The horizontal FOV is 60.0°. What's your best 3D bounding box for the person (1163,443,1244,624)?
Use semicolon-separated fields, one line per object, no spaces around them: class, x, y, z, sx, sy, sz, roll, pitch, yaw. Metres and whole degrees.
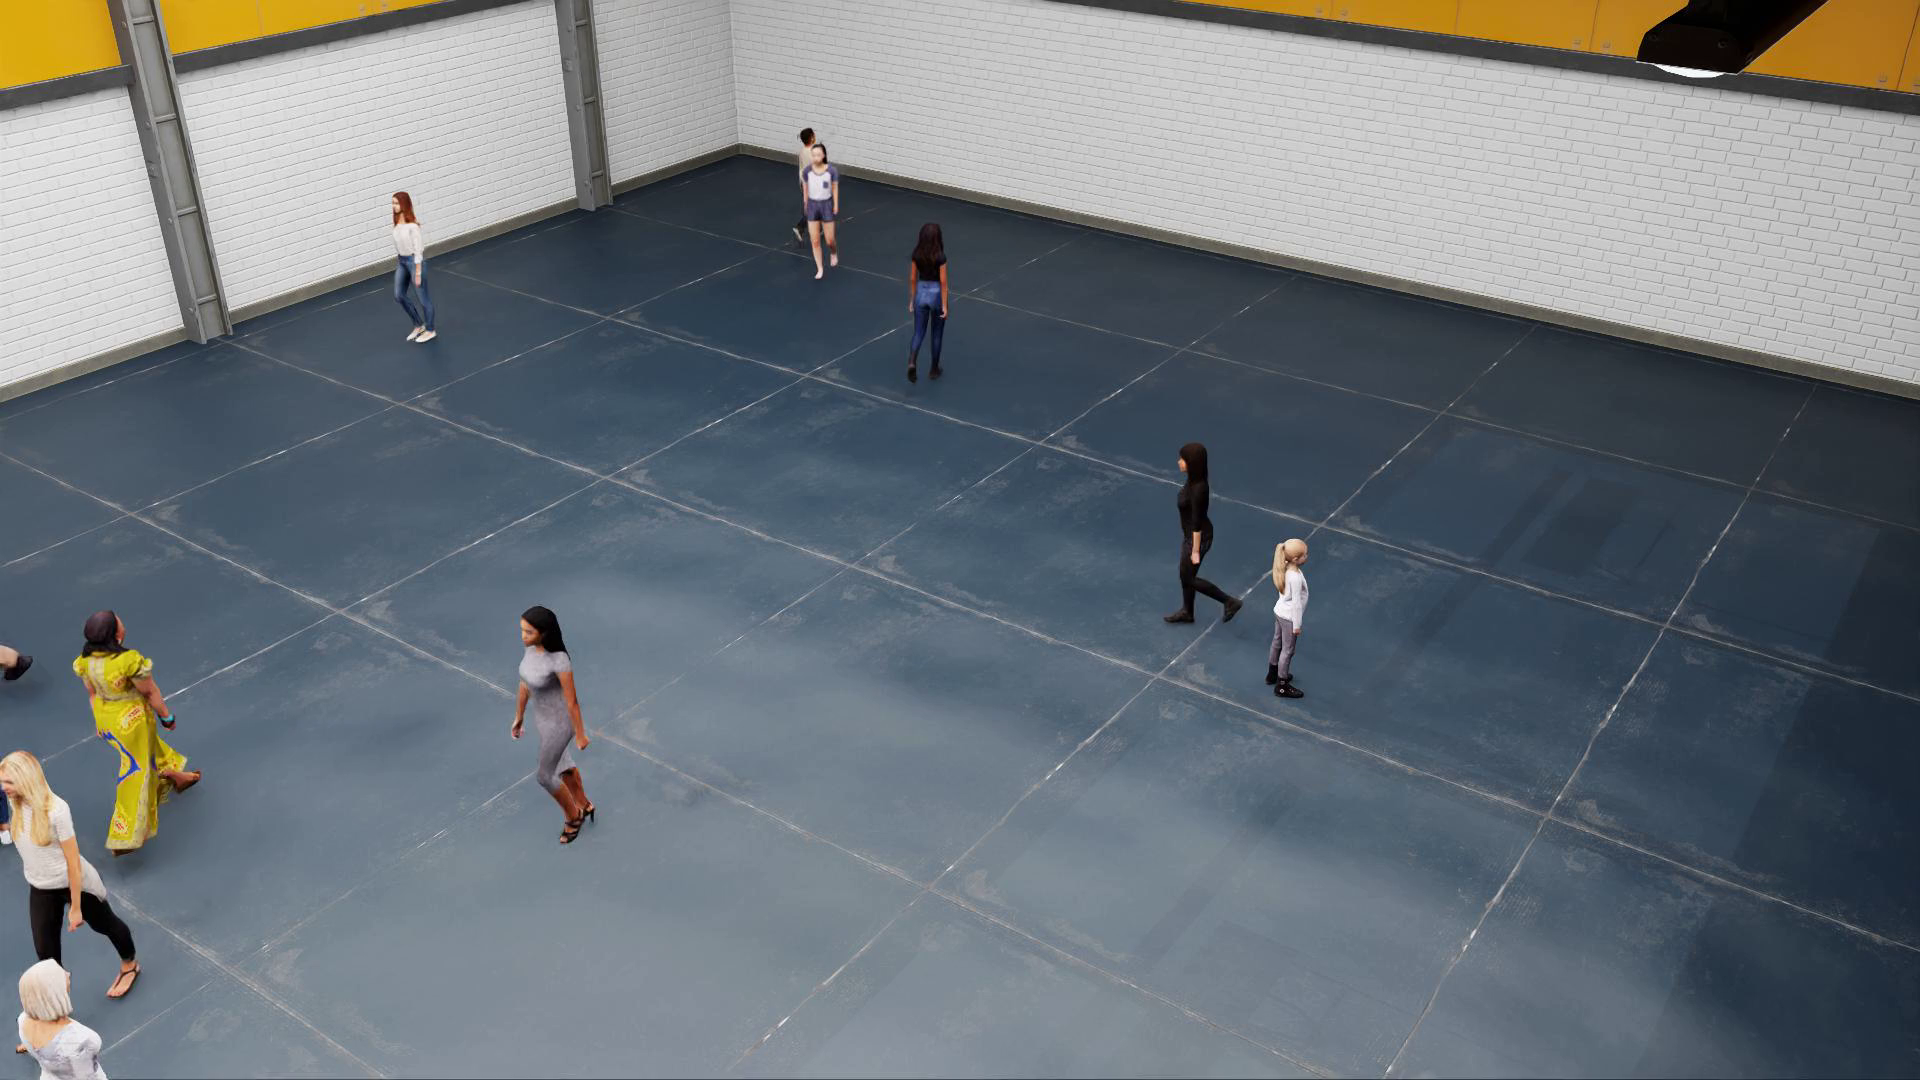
person;1.928;-0.004;12.984;0.848;1.622;0.870;3;29;6

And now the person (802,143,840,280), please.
person;-1.694;-4.046;20.380;0.762;1.636;0.857;4;29;8

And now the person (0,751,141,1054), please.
person;-4.939;1.889;9.337;0.850;1.790;1.146;8;30;14

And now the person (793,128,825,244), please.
person;-1.966;-4.571;21.541;0.606;1.444;0.937;22;36;35

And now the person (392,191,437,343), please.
person;-6.009;-3.047;18.461;0.590;1.720;0.561;19;34;31

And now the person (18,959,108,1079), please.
person;-4.229;2.743;7.856;0.791;1.710;1.147;9;30;16

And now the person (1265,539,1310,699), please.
person;2.423;0.557;12.314;0.640;1.279;0.579;-4;29;-8

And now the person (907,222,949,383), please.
person;-0.347;-2.430;17.325;0.746;1.724;1.027;9;30;17

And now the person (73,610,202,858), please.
person;-5.381;1.258;10.688;0.988;1.606;1.339;8;30;14

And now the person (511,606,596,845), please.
person;-2.508;1.158;10.702;0.739;1.767;0.684;-20;34;-32
